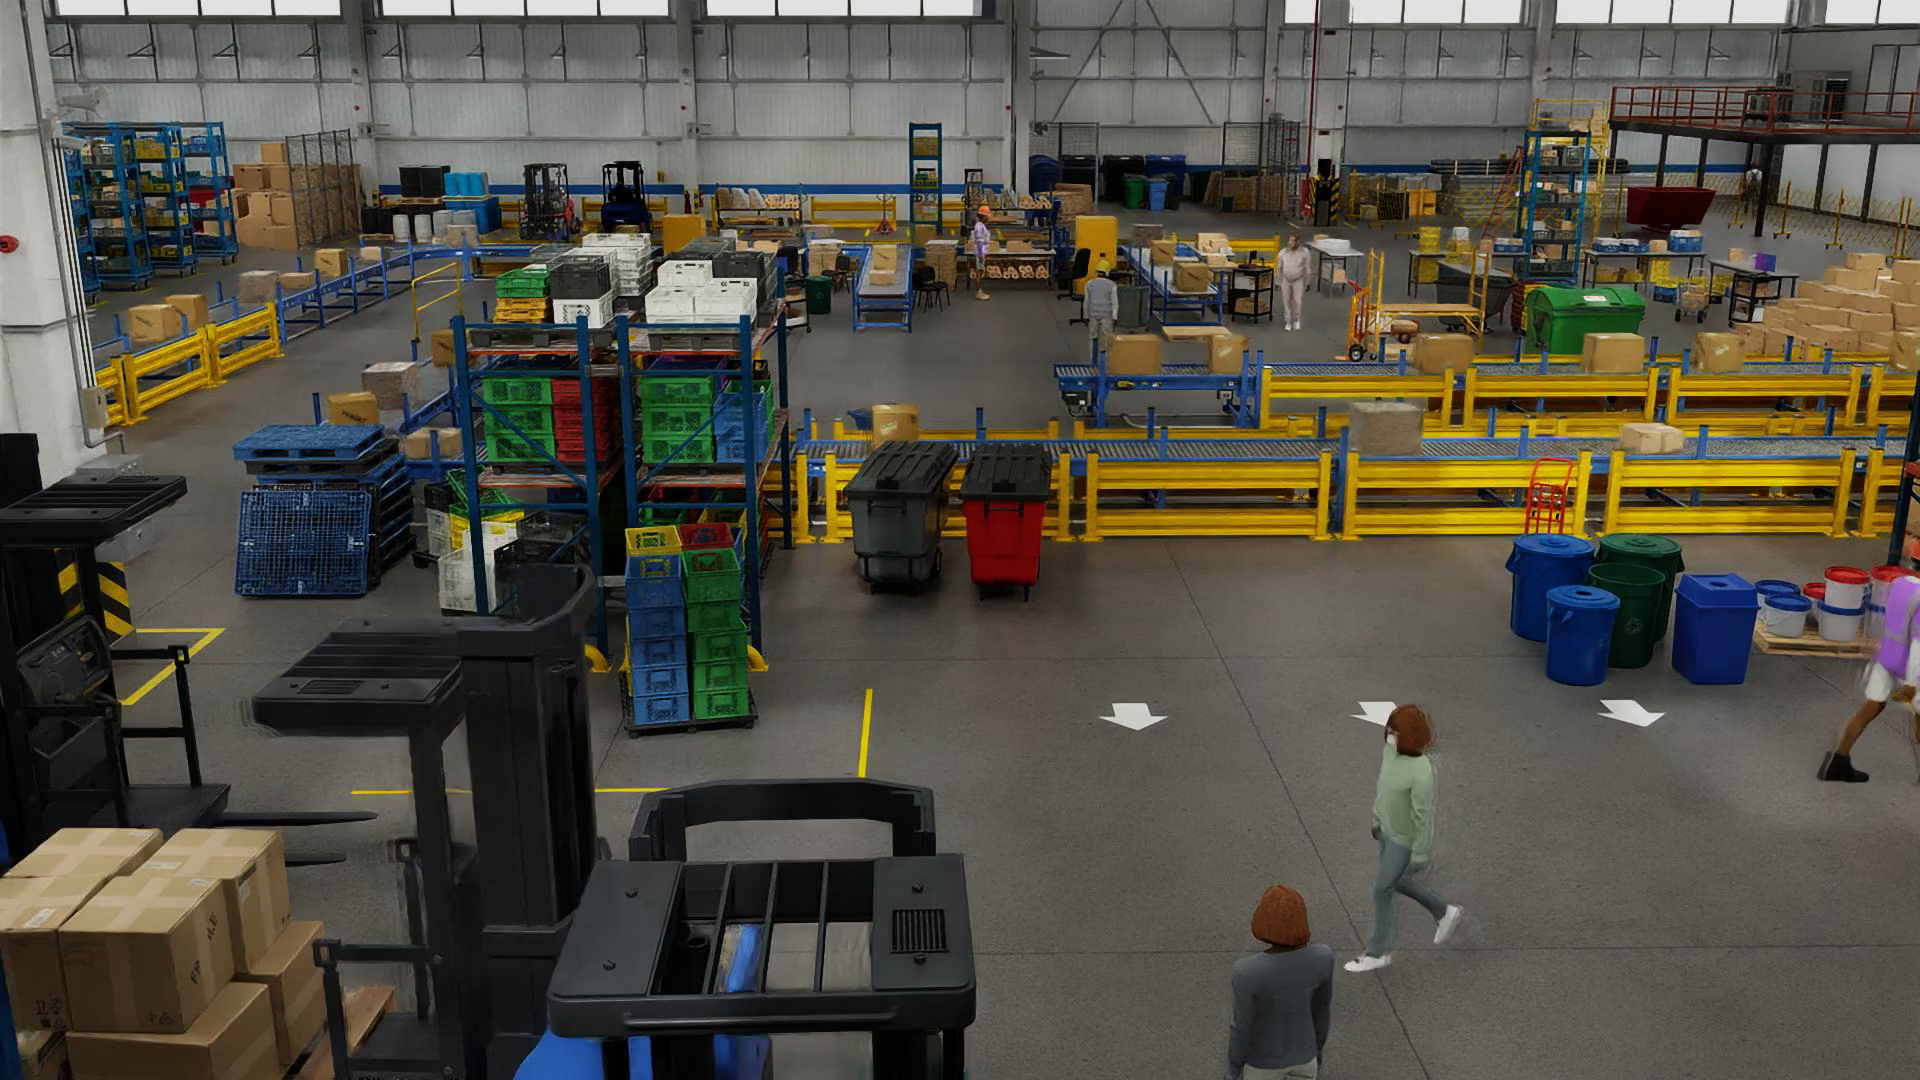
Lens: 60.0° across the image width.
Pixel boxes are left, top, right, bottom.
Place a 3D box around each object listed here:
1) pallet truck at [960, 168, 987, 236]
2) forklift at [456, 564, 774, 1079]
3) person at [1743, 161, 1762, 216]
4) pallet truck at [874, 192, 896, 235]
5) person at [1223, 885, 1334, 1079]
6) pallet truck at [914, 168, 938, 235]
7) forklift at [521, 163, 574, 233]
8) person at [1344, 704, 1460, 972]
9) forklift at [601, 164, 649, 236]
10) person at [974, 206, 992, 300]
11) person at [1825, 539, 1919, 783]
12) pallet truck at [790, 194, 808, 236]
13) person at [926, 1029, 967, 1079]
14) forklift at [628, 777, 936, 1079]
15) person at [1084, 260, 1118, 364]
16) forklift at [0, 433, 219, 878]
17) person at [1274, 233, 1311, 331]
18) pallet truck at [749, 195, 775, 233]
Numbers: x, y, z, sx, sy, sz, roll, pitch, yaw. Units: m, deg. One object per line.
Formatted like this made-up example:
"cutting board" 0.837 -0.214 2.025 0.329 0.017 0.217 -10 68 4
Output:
"pallet truck" 0.383 -10.230 50.206 0.823 1.965 1.885 -1 16 -3
"forklift" -1.891 1.559 7.657 1.873 2.768 1.129 1 16 2
"person" 26.770 -11.870 56.208 0.534 1.828 0.548 4 16 13
"pallet truck" -2.277 -9.986 50.594 0.653 1.274 1.630 0 16 -1
"person" 1.399 2.287 7.347 0.501 1.633 0.285 -5 17 -18
"pallet truck" -0.989 -10.316 50.507 0.823 1.965 1.885 1 16 3
"forklift" -12.233 -10.122 49.298 1.157 1.987 2.680 0 16 -1
"person" 2.565 1.681 9.486 0.675 1.611 0.509 -2 16 -8
"forklift" -9.948 -10.127 49.296 1.157 1.987 2.680 -1 16 -3
"person" 0.497 -6.275 36.397 0.388 2.034 0.605 1 16 5
"person" 6.753 0.866 11.844 0.986 1.886 0.563 0 16 0
"pallet truck" -4.814 -9.883 50.259 0.704 1.261 1.522 -1 16 -3
"person" -0.188 2.234 7.382 0.873 1.716 0.545 6 17 19
"forklift" -0.542 2.165 5.552 1.129 2.768 1.873 -1 16 -2
"person" 2.406 -3.821 28.224 0.594 1.832 0.403 8 18 25
"forklift" -5.952 0.780 10.366 1.873 2.768 1.129 0 16 -1
"person" 6.408 -4.975 32.128 0.679 1.887 0.543 7 17 23
"pallet truck" -6.051 -9.967 50.660 0.680 1.201 1.601 0 16 -1
